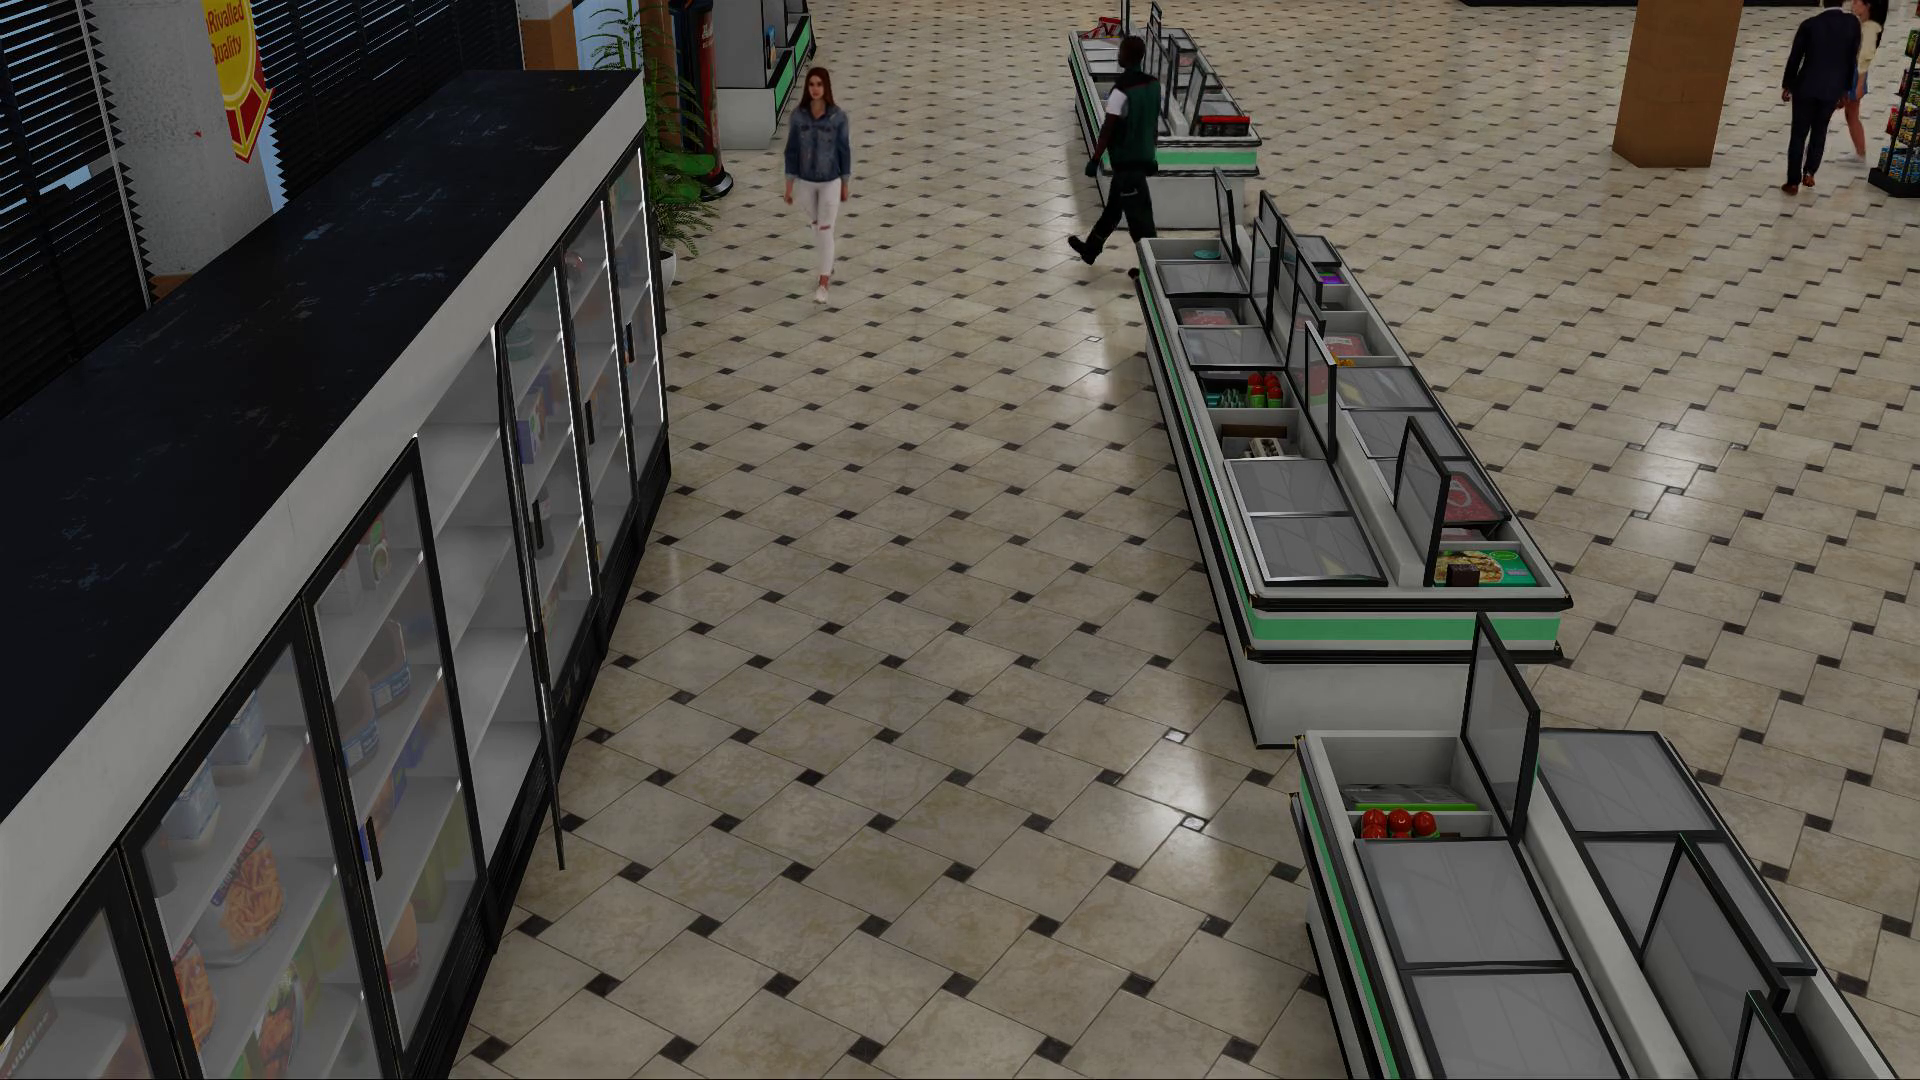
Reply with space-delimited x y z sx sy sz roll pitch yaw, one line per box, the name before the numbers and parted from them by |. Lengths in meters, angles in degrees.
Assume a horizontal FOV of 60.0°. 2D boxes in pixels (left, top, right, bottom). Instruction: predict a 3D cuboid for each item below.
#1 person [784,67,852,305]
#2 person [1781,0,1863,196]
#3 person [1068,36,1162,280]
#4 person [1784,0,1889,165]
person | -1.024 -2.616 12.222 0.780 1.657 1.171 5 27 11
person | 7.578 -3.938 14.663 0.780 1.807 0.739 6 28 13
person | 1.341 -2.772 12.388 1.197 1.785 1.212 18 32 32
person | 8.442 -4.311 15.627 0.905 1.602 0.997 9 28 16
